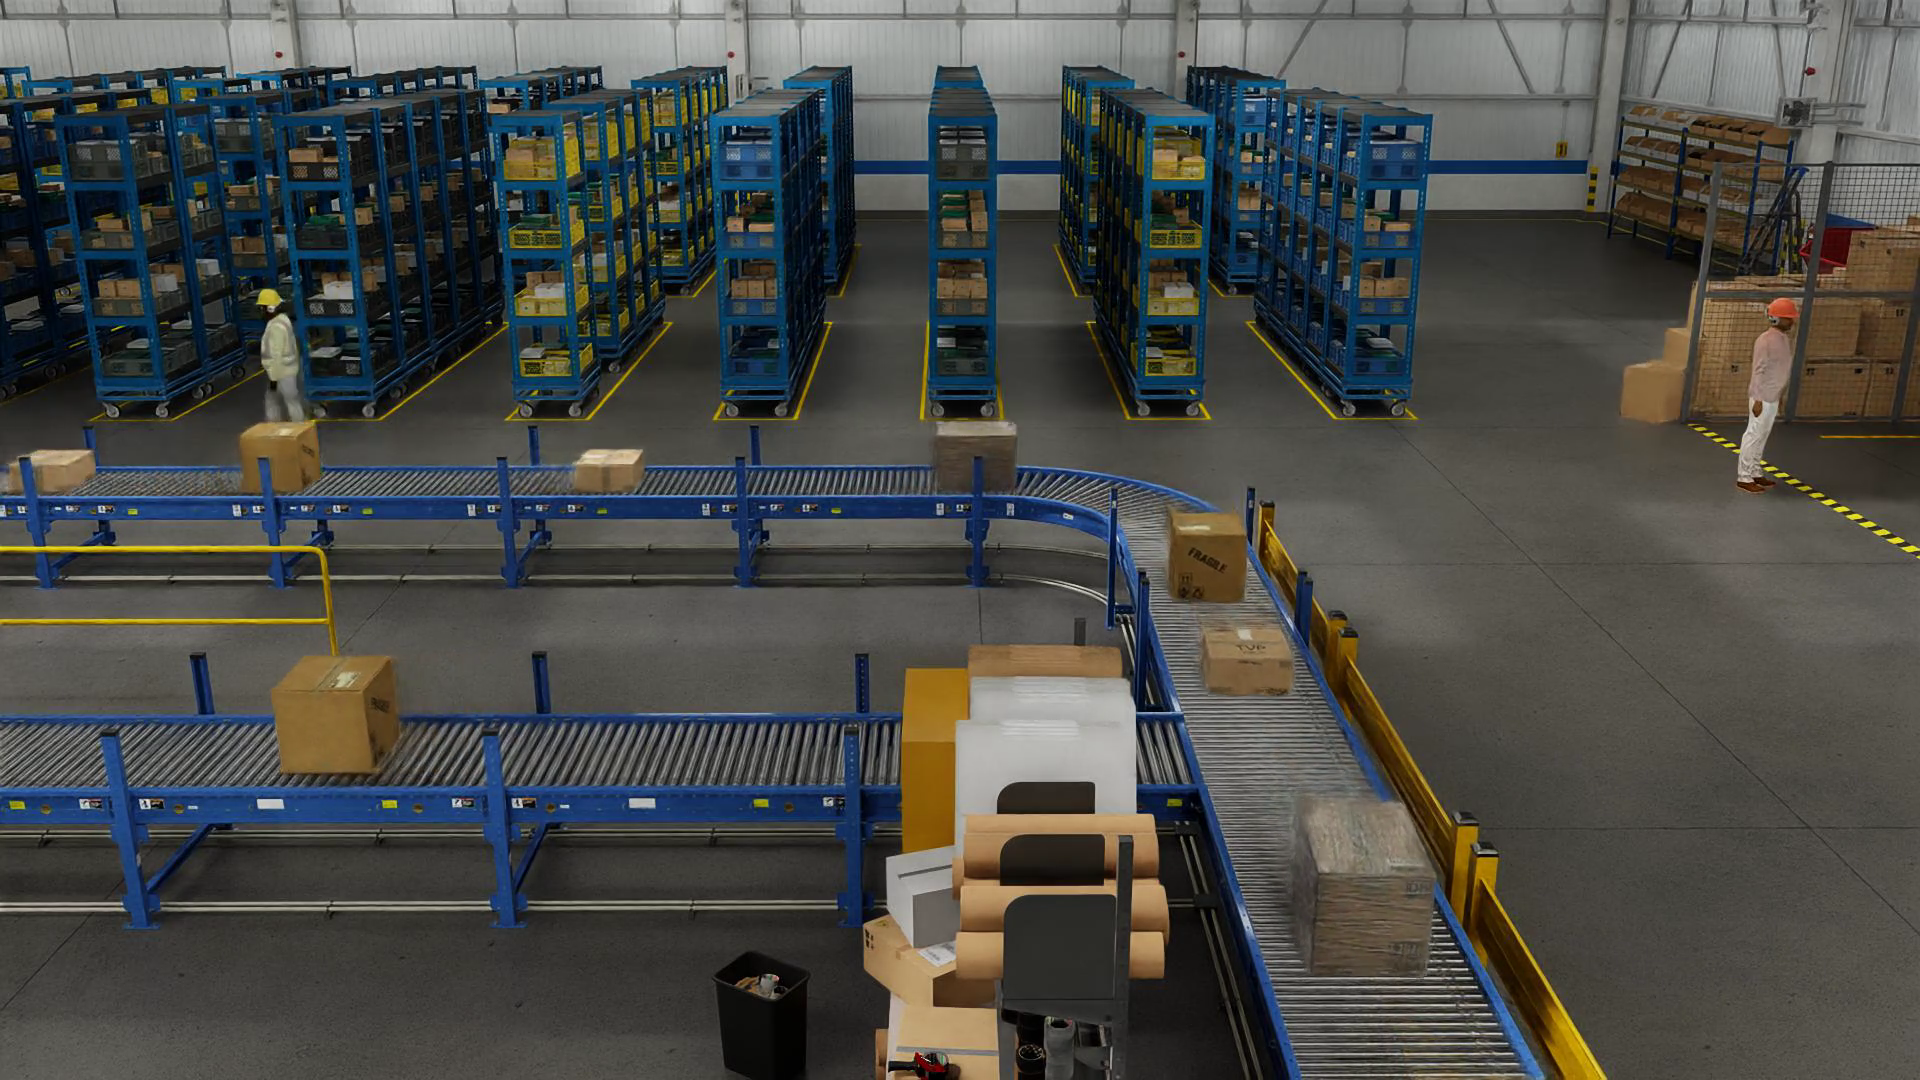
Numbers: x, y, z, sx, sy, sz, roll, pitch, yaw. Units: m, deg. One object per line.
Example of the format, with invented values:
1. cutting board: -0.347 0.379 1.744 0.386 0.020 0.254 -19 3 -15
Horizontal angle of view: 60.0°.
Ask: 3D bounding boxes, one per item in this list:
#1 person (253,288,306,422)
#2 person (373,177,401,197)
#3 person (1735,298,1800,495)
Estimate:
1. person: -7.690 -1.886 18.509 0.732 1.809 0.621 -7 19 -20
2. person: -11.417 -6.685 33.271 0.584 1.826 0.486 -3 18 -8
3. person: 8.234 -1.472 16.950 0.377 1.995 0.608 17 25 42
